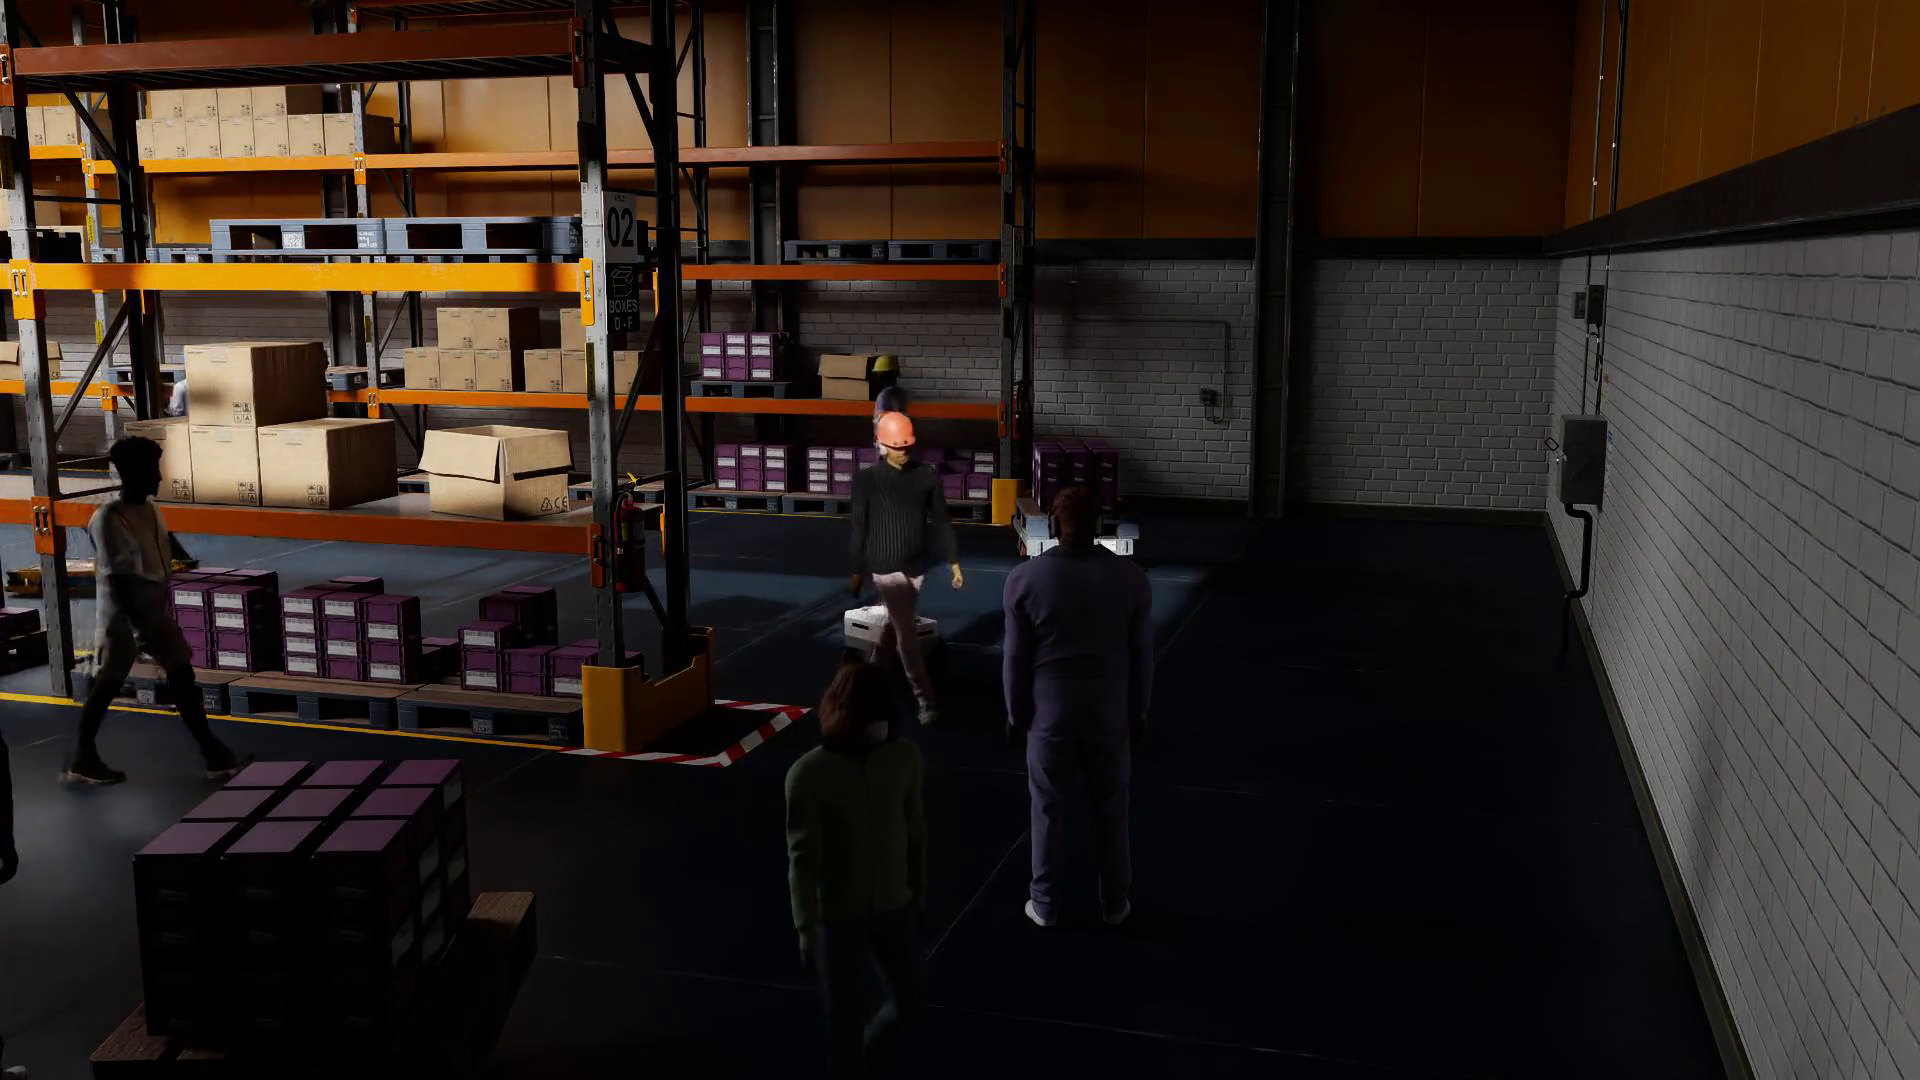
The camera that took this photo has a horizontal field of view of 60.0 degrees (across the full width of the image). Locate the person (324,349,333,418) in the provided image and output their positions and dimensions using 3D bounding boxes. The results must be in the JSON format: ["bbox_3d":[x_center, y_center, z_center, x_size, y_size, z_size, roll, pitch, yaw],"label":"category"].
[{"bbox_3d":[-7.532,-1.323,19.521,0.347,1.882,0.593,-3,10,-16],"label":"person"}]

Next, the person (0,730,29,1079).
[{"bbox_3d":[-3.411,0.973,5.423,0.596,1.915,0.379,-2,10,-14],"label":"person"}]

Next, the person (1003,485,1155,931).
[{"bbox_3d":[0.495,0.715,7.048,0.639,1.903,0.409,0,9,-1],"label":"person"}]

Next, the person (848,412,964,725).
[{"bbox_3d":[-0.377,0.132,10.528,0.701,1.934,1.048,-5,11,-28],"label":"person"}]

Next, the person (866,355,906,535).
[{"bbox_3d":[-0.690,-0.967,17.268,0.588,1.906,0.599,2,10,14],"label":"person"}]

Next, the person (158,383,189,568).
[{"bbox_3d":[-7.262,-0.558,14.994,0.463,1.834,0.570,-3,10,-15],"label":"person"}]

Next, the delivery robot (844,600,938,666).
[{"bbox_3d":[-0.480,0.618,11.441,0.477,0.478,0.707,-8,12,-41],"label":"delivery robot"}]

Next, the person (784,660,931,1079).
[{"bbox_3d":[-0.304,1.166,5.141,0.507,1.629,0.449,-6,11,-32],"label":"person"}]

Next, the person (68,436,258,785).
[{"bbox_3d":[-4.406,0.392,8.980,1.008,1.915,0.604,1,9,7],"label":"person"}]

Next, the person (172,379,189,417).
[{"bbox_3d":[-8.172,-1.094,17.972,0.439,1.935,0.631,5,11,30],"label":"person"}]

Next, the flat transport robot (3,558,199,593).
[{"bbox_3d":[-7.457,0.305,14.498,1.431,0.197,0.652,0,9,-1],"label":"flat transport robot"}]
